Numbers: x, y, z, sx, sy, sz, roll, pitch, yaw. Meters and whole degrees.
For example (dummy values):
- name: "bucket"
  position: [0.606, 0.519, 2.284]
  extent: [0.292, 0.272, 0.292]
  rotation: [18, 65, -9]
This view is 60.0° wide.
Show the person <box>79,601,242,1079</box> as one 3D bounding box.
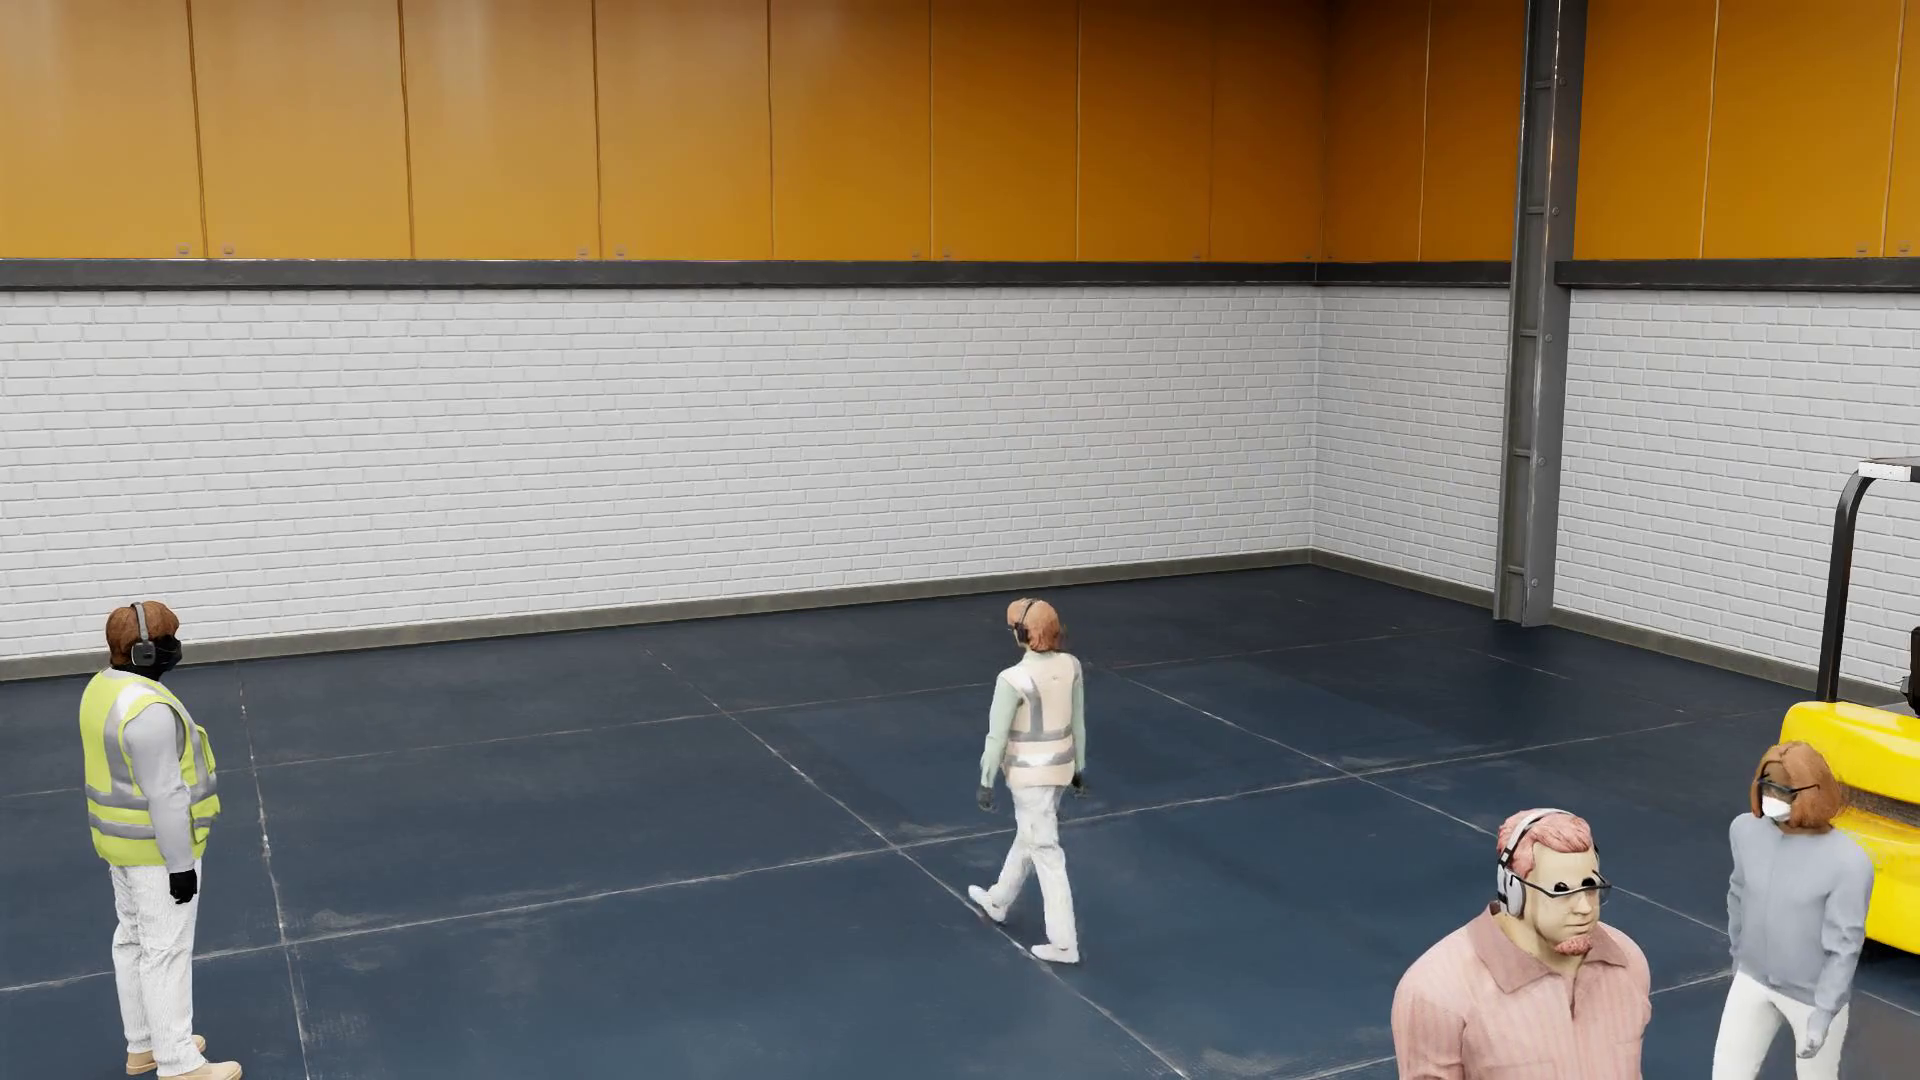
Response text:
- name: "person"
  position: [-2.971, 1.132, 6.163]
  extent: [0.429, 1.844, 0.626]
  rotation: [-9, 13, -44]

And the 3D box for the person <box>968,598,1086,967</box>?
- name: "person"
  position: [0.257, 1.045, 7.409]
  extent: [0.807, 1.599, 0.541]
  rotation: [8, 12, 41]

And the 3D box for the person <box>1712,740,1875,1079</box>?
- name: "person"
  position: [2.515, 1.413, 5.150]
  extent: [0.744, 1.598, 0.507]
  rotation: [-5, 11, -30]

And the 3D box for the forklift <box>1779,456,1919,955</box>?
- name: "forklift"
  position: [4.857, 0.731, 7.561]
  extent: [2.313, 2.155, 1.214]
  rotation: [-4, 10, -25]

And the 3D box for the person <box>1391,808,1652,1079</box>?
- name: "person"
  position: [1.246, 1.508, 3.628]
  extent: [0.641, 1.908, 0.407]
  rotation: [-4, 10, -23]
